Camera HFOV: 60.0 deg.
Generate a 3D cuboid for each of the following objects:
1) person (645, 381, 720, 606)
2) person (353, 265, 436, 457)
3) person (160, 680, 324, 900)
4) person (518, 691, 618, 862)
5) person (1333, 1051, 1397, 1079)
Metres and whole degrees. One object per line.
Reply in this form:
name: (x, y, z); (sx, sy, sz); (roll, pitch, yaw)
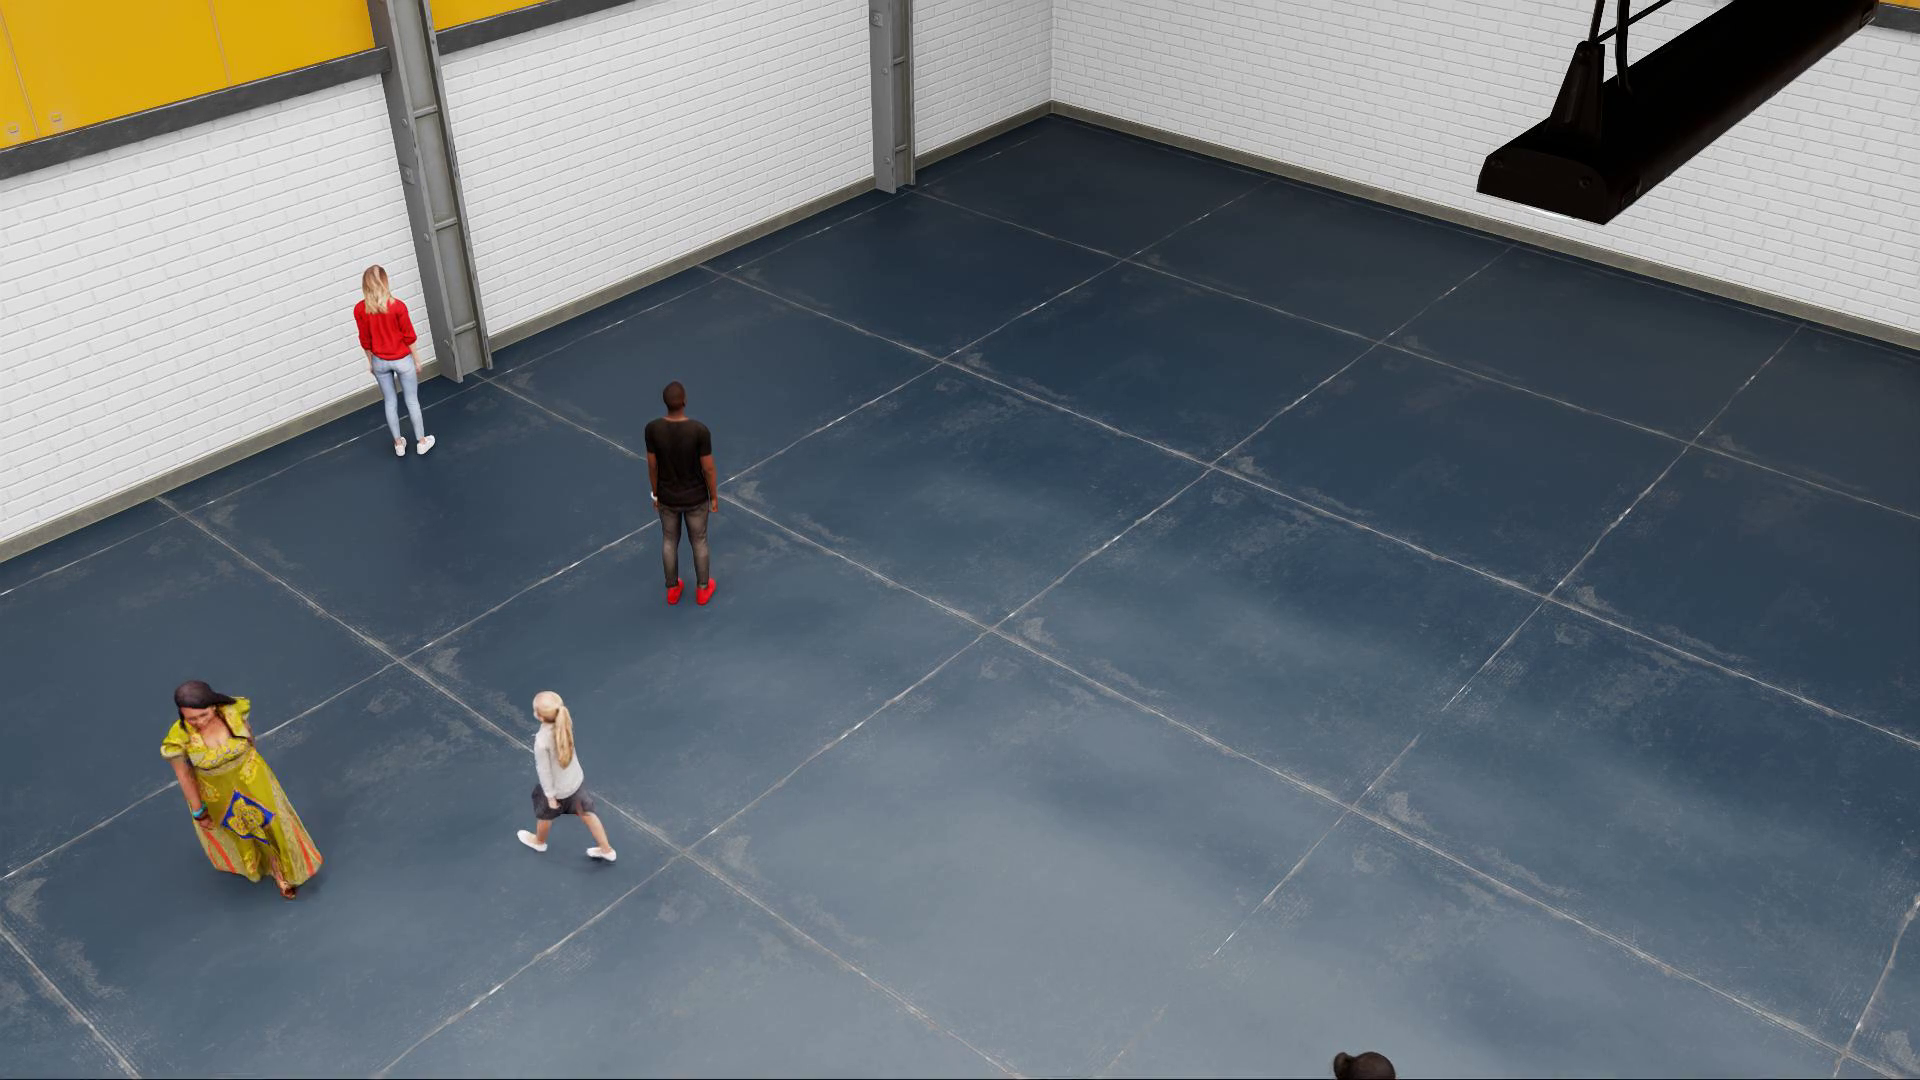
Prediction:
person: (-2.011, -0.327, 12.015); (0.717, 1.807, 0.743); (1, 34, 2)
person: (-4.726, -1.485, 13.850); (0.674, 1.704, 0.728); (-2, 34, -3)
person: (-4.244, 1.379, 9.622); (0.891, 1.615, 0.858); (24, 40, 31)
person: (-2.311, 1.440, 9.865); (0.718, 1.244, 0.865); (15, 36, 21)
person: (1.649, 2.853, 7.281); (0.804, 1.751, 0.681); (8, 35, 12)
